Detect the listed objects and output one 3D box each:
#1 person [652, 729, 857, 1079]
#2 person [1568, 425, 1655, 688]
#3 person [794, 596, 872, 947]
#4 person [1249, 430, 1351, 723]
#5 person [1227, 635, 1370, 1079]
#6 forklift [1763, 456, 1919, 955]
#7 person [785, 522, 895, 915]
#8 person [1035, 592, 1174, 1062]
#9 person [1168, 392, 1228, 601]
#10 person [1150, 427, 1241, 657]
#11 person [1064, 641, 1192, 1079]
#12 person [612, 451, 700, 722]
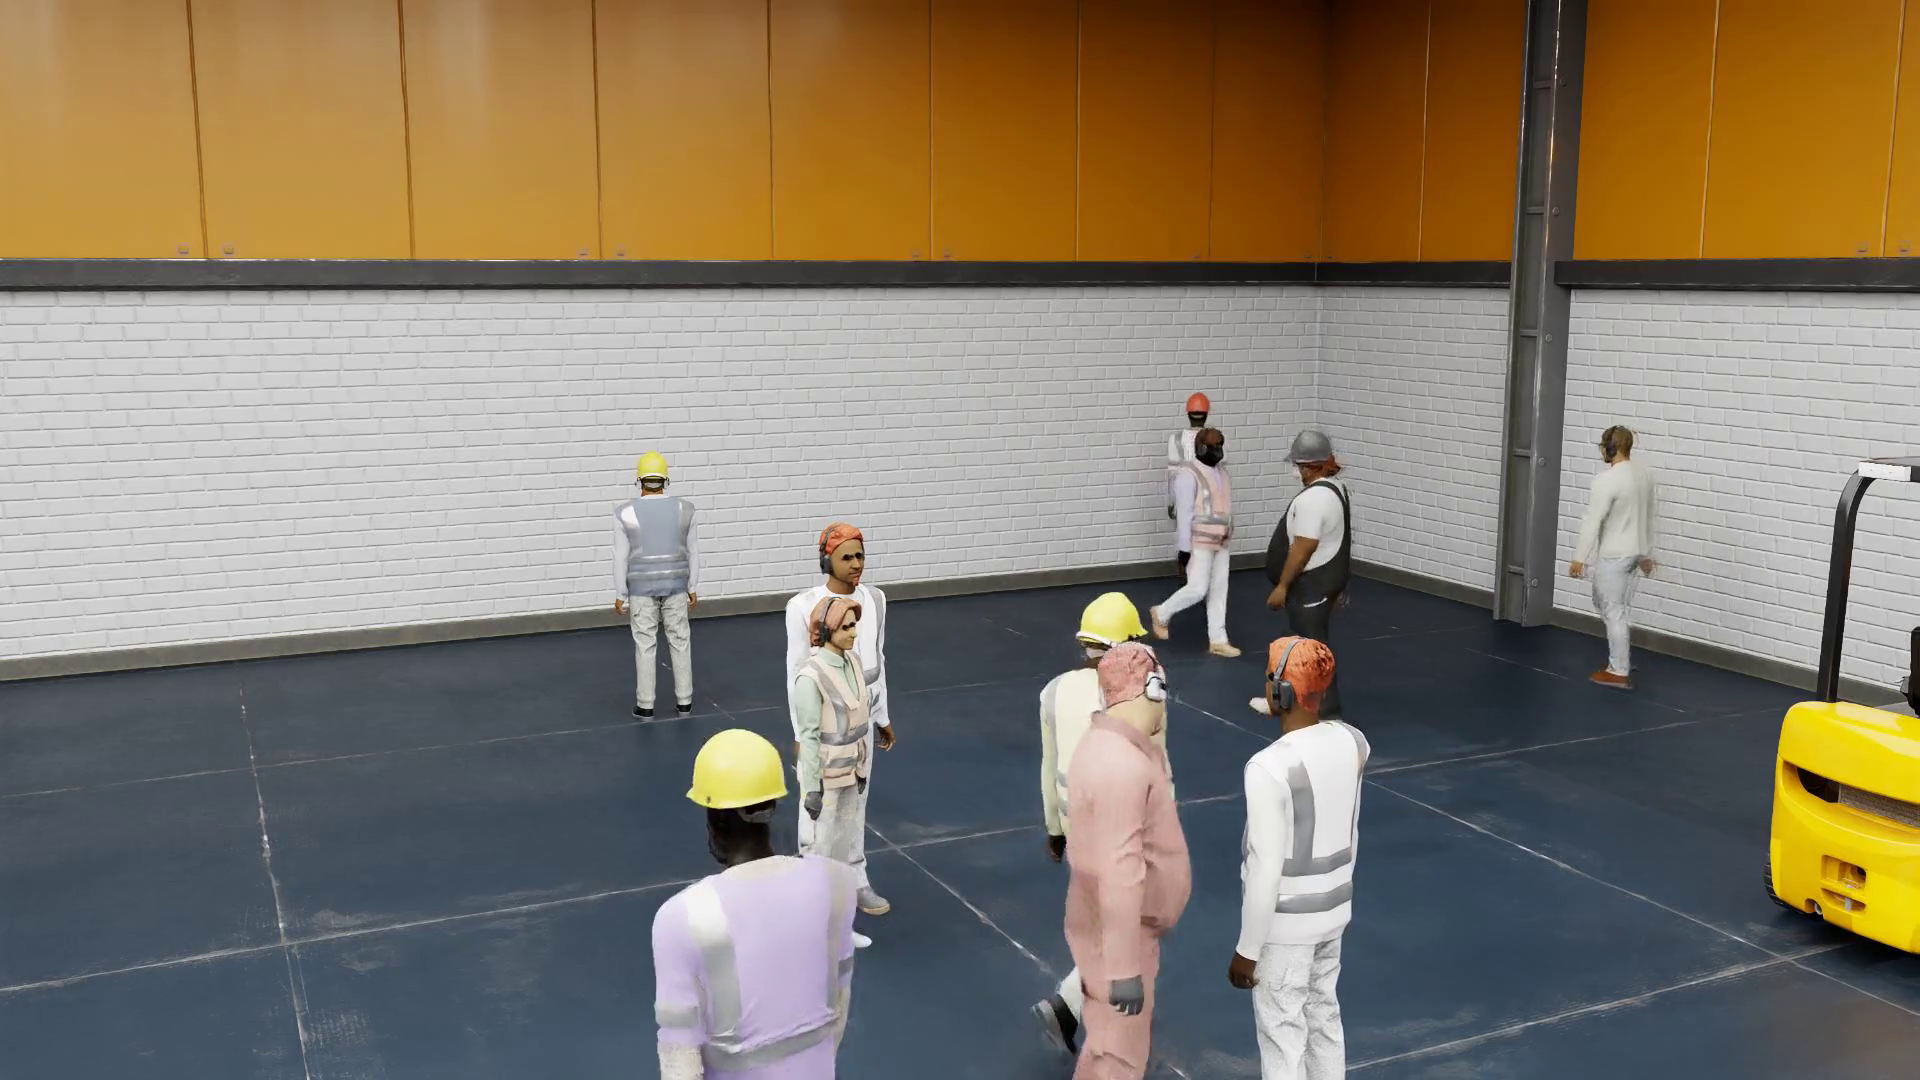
[{"bbox_3d":[-0.583,1.403,4.319,0.618,1.884,0.926,-7,12,-38],"label":"person"},{"bbox_3d":[4.793,0.118,12.203,0.649,1.919,0.500,-8,12,-41],"label":"person"},{"bbox_3d":[-0.559,1.050,7.295,0.310,1.638,0.523,3,10,21],"label":"person"},{"bbox_3d":[2.268,0.246,11.044,0.779,2.000,0.695,4,10,24],"label":"person"},{"bbox_3d":[1.081,1.235,5.394,0.351,1.882,0.581,9,13,43],"label":"person"},{"bbox_3d":[4.857,0.731,7.561,2.313,2.155,1.214,-4,10,-25],"label":"forklift"},{"bbox_3d":[-0.549,0.856,7.749,0.573,1.883,0.355,-9,13,-43],"label":"person"},{"bbox_3d":[0.540,1.106,6.405,0.676,1.817,0.602,-8,12,-40],"label":"person"},{"bbox_3d":[2.202,-0.404,15.432,0.552,1.936,0.398,1,9,8],"label":"person"},{"bbox_3d":[1.897,0.008,13.195,0.709,1.823,0.639,8,12,41],"label":"person"},{"bbox_3d":[0.510,1.267,5.272,0.435,1.879,0.726,1,9,6],"label":"person"},{"bbox_3d":[-2.058,0.313,11.264,0.591,1.834,0.404,-4,10,-21],"label":"person"}]
